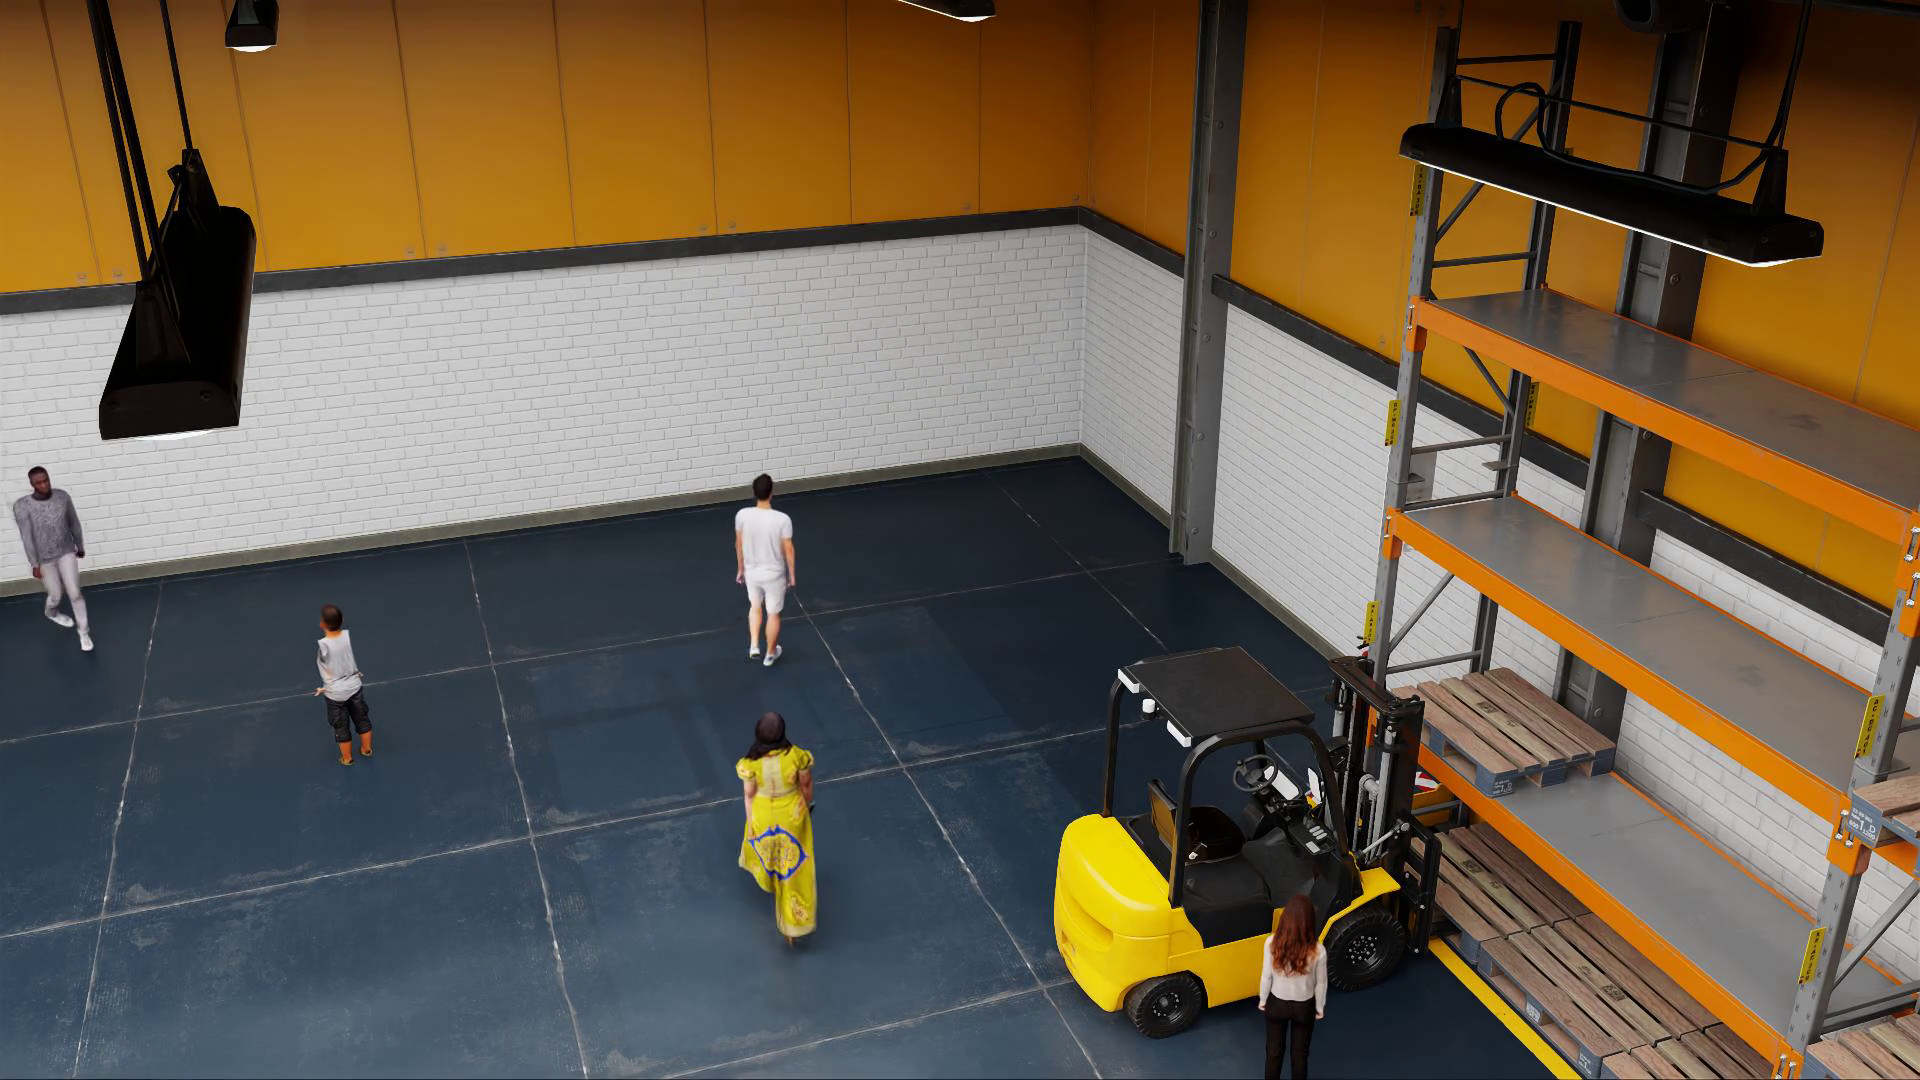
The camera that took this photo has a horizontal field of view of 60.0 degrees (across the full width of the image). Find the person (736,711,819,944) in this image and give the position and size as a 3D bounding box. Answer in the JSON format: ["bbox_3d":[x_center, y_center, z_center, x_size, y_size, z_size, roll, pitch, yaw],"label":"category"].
[{"bbox_3d":[-1.232,1.994,11.433,1.003,1.595,1.352,-1,24,-3],"label":"person"}]

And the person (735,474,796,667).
[{"bbox_3d":[-1.784,0.318,14.952,0.870,1.848,0.911,5,24,11],"label":"person"}]

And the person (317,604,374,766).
[{"bbox_3d":[-5.041,1.137,13.567,0.656,1.457,0.644,18,30,36],"label":"person"}]

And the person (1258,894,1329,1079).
[{"bbox_3d":[1.964,2.746,9.851,0.617,1.485,0.649,6,24,13],"label":"person"}]

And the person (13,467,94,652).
[{"bbox_3d":[-8.412,0.140,15.417,1.078,1.802,0.913,19,30,37],"label":"person"}]
